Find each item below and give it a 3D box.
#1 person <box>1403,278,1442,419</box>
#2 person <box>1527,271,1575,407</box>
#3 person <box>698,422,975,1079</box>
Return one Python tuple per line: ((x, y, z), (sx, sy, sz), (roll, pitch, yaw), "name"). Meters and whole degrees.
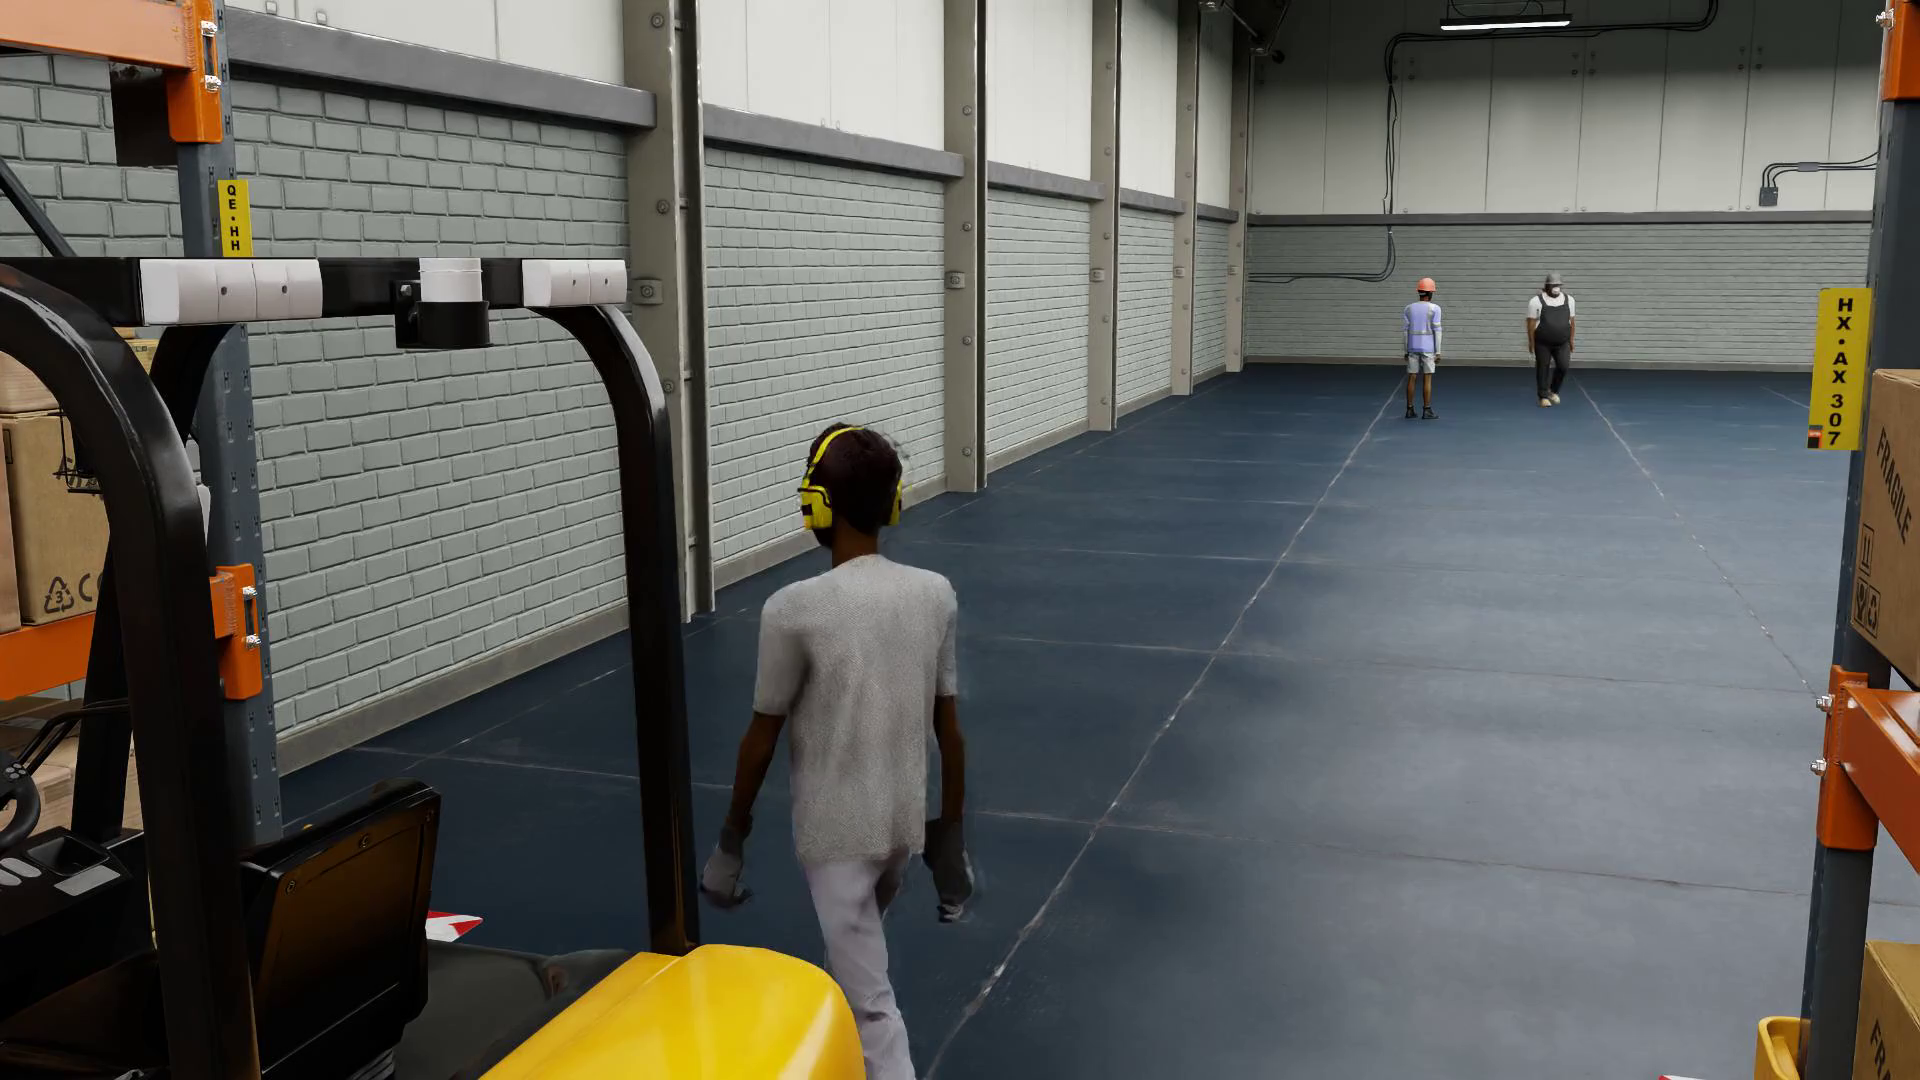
((6.375, -2.629, 22.901), (0.551, 1.936, 0.356), (8, 13, 41), "person")
((8.821, -3.000, 24.803), (0.713, 2.000, 0.536), (1, 10, 4), "person")
((-0.293, 0.656, 3.696), (0.516, 1.825, 0.958), (-9, 13, -44), "person")
